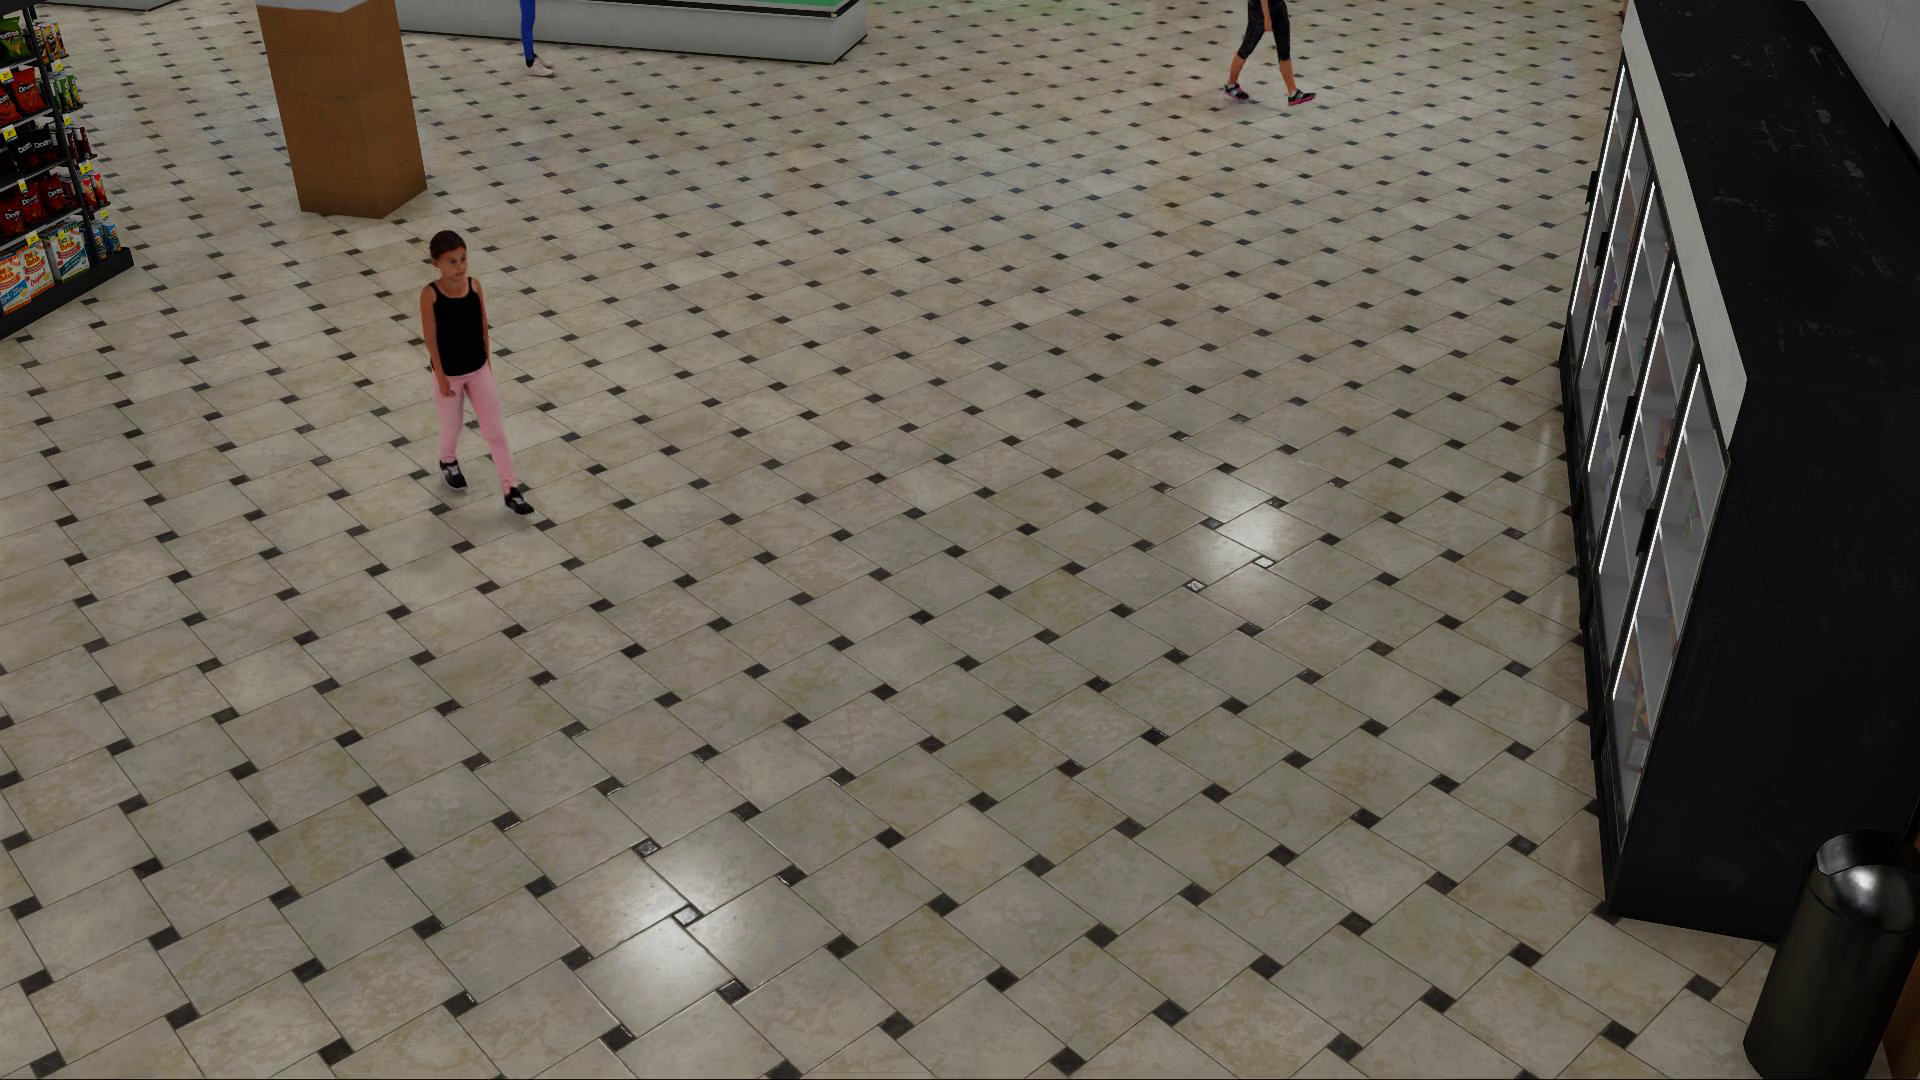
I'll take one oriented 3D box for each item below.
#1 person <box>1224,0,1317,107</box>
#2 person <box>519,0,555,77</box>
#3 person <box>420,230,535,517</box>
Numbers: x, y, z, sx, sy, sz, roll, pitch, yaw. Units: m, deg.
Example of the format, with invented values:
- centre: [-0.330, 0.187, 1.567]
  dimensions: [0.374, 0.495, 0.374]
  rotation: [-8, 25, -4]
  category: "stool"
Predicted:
- centre: [2.616, -4.675, 14.677]
  dimensions: [1.205, 1.685, 0.920]
  rotation: [24, 39, 33]
  category: "person"
- centre: [-4.081, -5.264, 15.544]
  dimensions: [0.697, 1.770, 0.717]
  rotation: [-5, 32, -9]
  category: "person"
- centre: [-2.658, -0.885, 8.735]
  dimensions: [0.933, 1.528, 1.066]
  rotation: [-22, 38, -31]
  category: "person"
